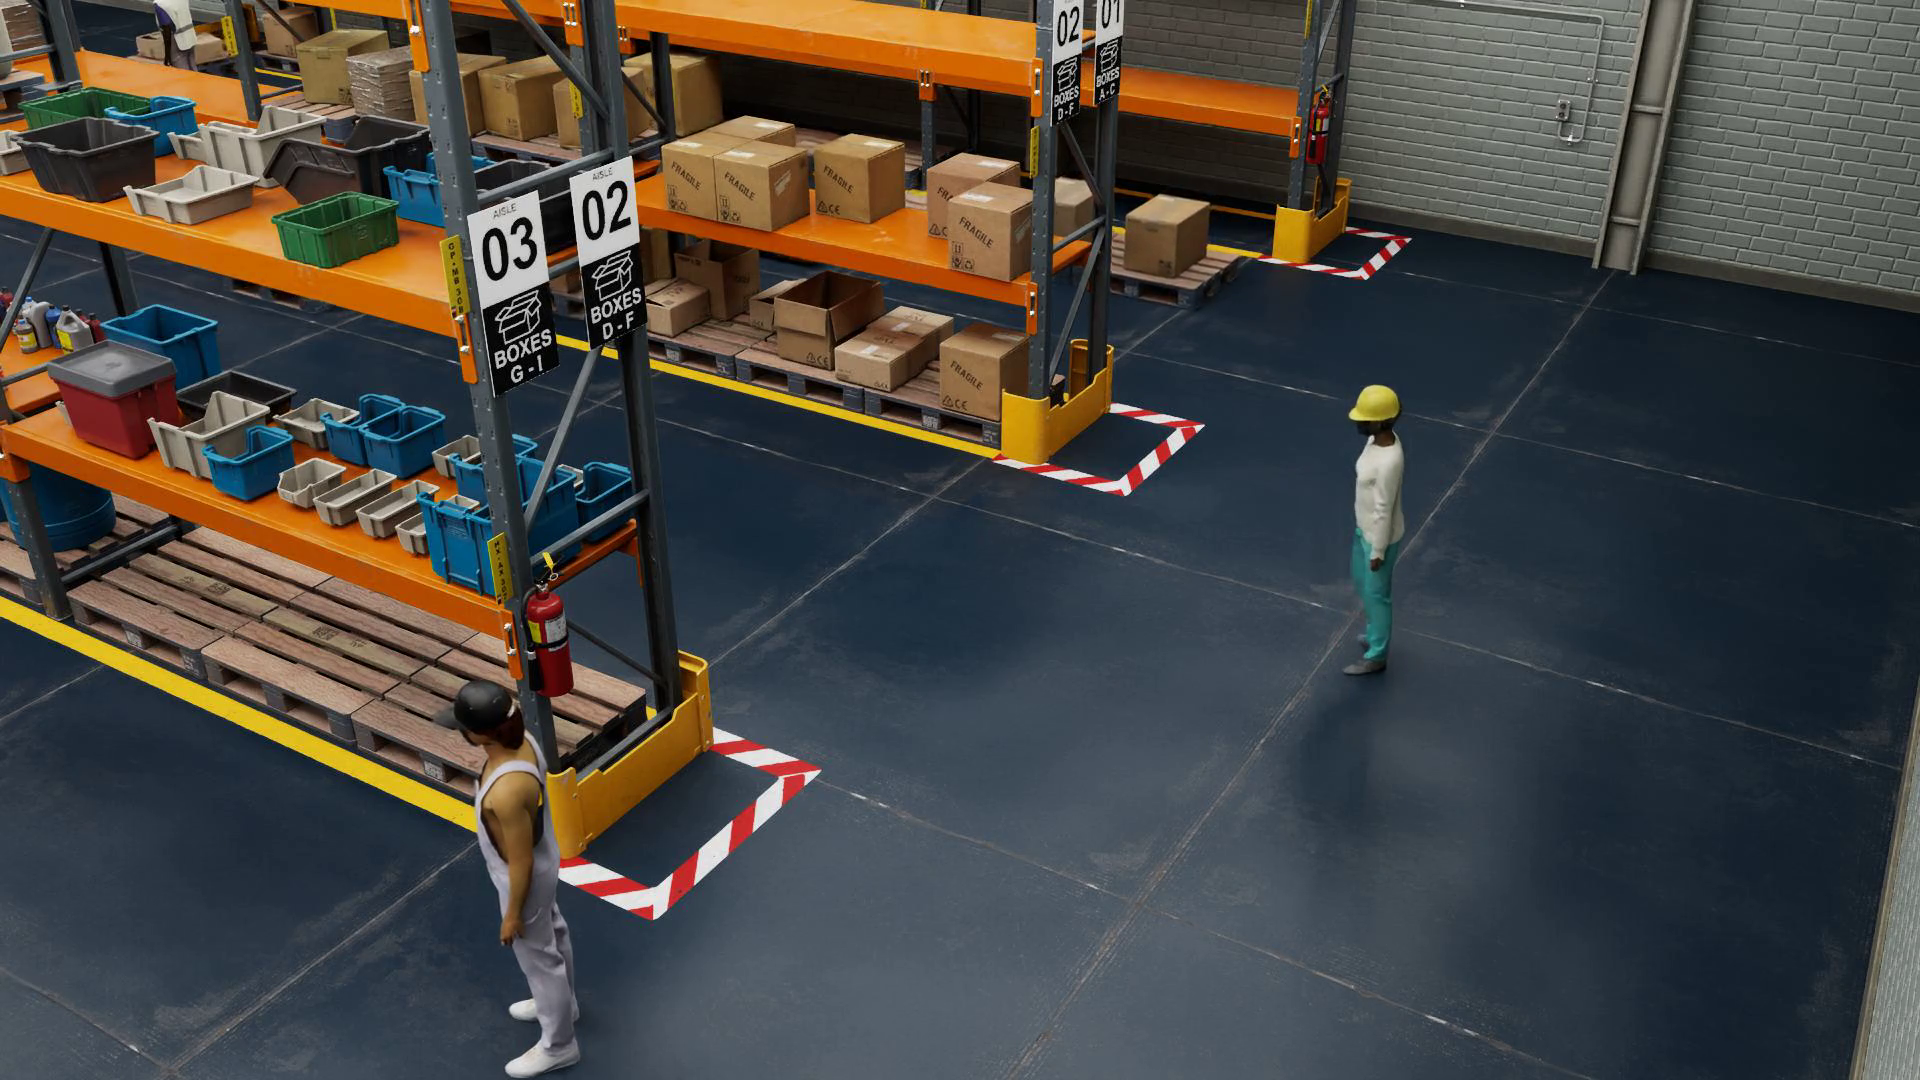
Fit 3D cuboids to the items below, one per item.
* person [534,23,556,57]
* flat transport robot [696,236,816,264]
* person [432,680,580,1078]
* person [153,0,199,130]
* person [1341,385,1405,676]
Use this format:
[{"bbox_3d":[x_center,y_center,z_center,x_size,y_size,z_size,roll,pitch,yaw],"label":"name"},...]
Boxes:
[{"bbox_3d":[-4.189,-4.471,17.186,0.319,1.695,0.537,-2,29,-3],"label":"person"},{"bbox_3d":[-1.772,-2.926,15.883,1.431,0.231,0.659,17,34,28],"label":"flat transport robot"},{"bbox_3d":[-1.778,1.332,6.610,0.386,1.860,0.506,-4,29,-7],"label":"person"},{"bbox_3d":[-8.991,-5.665,19.178,0.391,1.846,0.564,3,29,5],"label":"person"},{"bbox_3d":[2.281,-0.056,9.213,0.411,1.754,0.548,2,29,4],"label":"person"}]
